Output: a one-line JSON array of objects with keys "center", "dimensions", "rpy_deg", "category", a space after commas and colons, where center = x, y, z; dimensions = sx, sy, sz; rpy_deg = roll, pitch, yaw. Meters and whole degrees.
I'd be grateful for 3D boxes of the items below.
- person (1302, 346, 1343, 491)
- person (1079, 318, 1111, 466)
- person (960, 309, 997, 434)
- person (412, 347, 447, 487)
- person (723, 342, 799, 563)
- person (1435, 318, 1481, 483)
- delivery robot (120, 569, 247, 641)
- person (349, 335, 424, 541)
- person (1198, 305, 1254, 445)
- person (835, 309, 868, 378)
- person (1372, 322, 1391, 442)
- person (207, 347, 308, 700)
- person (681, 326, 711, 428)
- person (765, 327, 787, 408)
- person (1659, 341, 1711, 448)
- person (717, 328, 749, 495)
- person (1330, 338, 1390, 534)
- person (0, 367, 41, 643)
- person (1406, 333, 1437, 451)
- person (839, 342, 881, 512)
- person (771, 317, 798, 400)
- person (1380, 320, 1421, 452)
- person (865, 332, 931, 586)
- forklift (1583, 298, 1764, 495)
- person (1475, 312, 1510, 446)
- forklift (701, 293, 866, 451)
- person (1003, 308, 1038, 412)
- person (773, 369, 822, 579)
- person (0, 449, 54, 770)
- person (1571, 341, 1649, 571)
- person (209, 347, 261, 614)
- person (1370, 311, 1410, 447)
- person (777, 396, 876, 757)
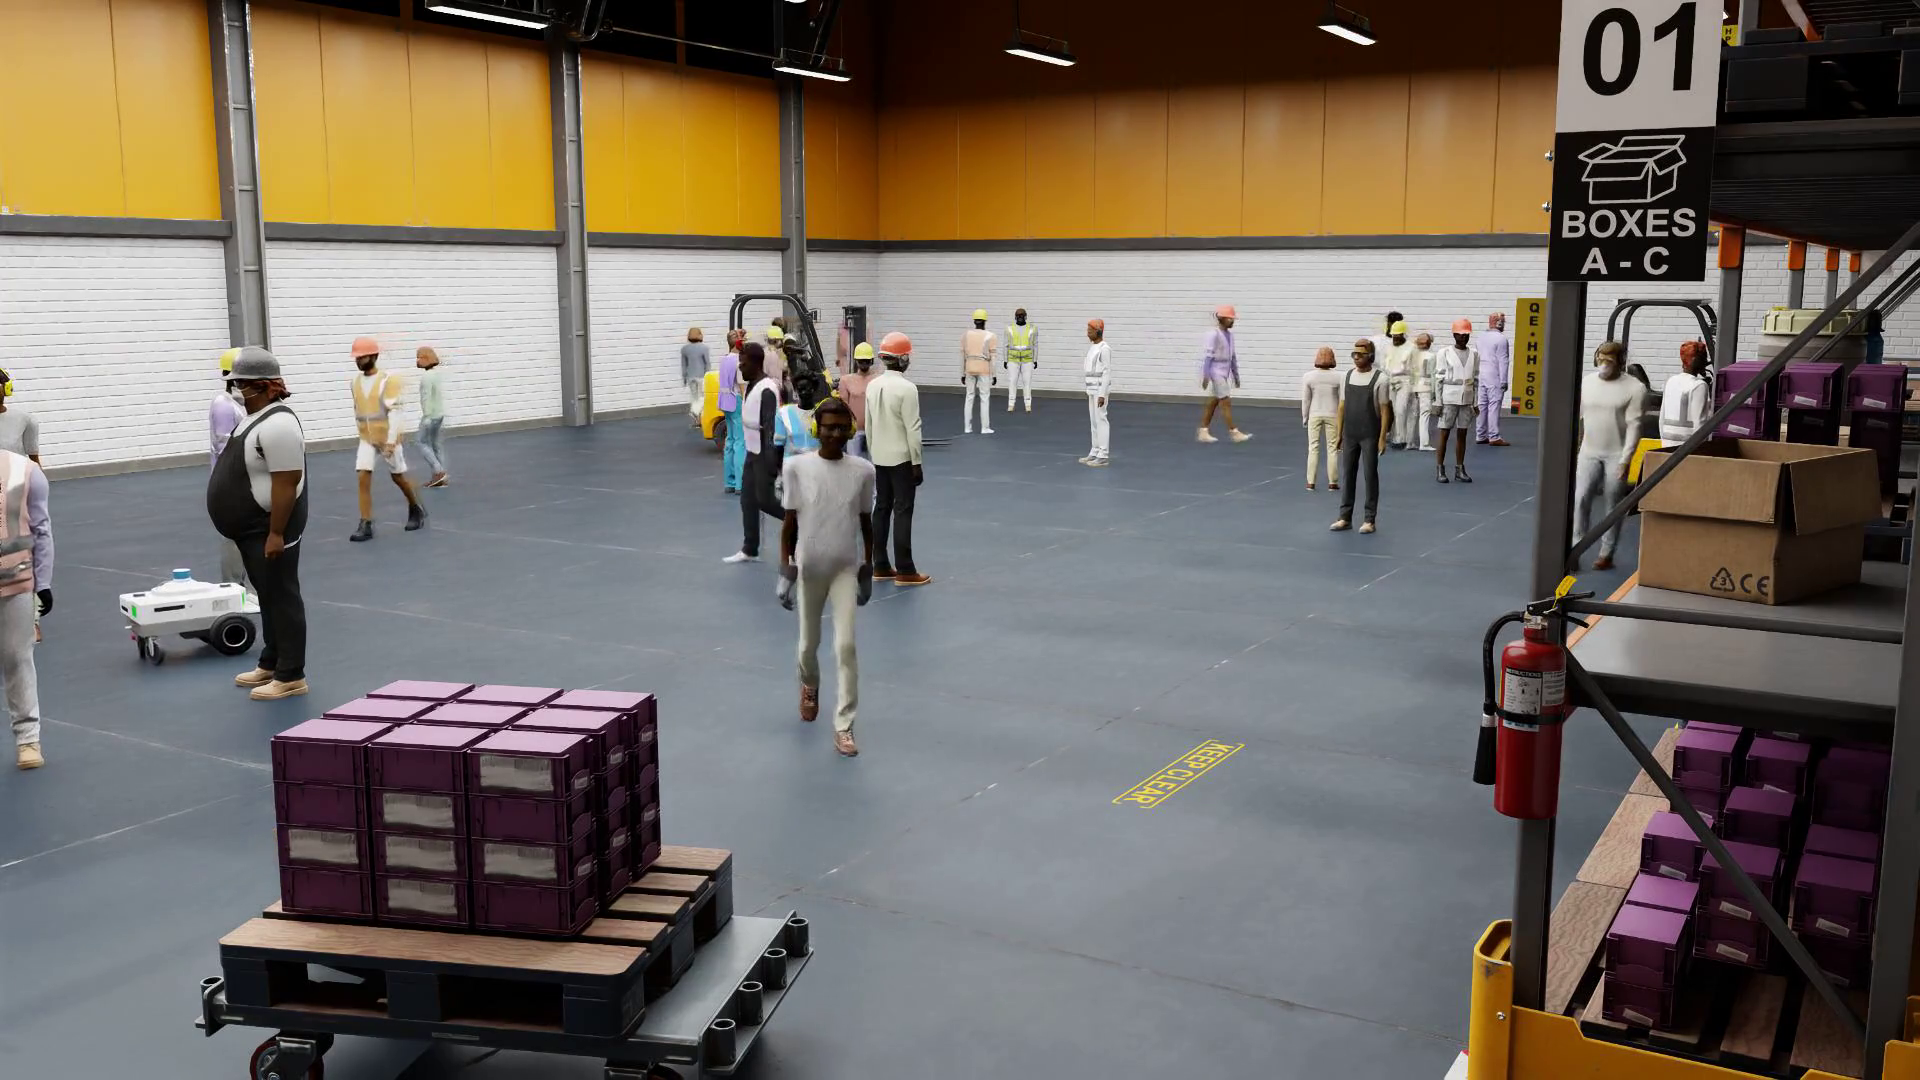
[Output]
[{"center": [4.119, -1.370, 18.827], "dimensions": [0.500, 1.636, 0.280], "rpy_deg": [3, 9, 16], "category": "person"}, {"center": [1.752, -1.887, 21.281], "dimensions": [0.355, 1.887, 0.574], "rpy_deg": [-2, 9, -13], "category": "person"}, {"center": [0.295, -2.587, 25.593], "dimensions": [0.593, 1.913, 0.415], "rpy_deg": [4, 10, 23], "category": "person"}, {"center": [-6.075, -1.395, 19.016], "dimensions": [0.349, 1.618, 0.531], "rpy_deg": [0, 9, -2], "category": "person"}, {"center": [-1.610, -0.736, 14.105], "dimensions": [0.754, 1.891, 0.592], "rpy_deg": [-3, 10, -20], "category": "person"}, {"center": [5.850, -1.633, 19.530], "dimensions": [0.543, 1.939, 0.361], "rpy_deg": [-1, 9, -9], "category": "person"}, {"center": [-4.987, 0.428, 10.684], "dimensions": [0.707, 0.478, 0.477], "rpy_deg": [-7, 12, -37], "category": "delivery robot"}, {"center": [-5.402, -0.970, 15.557], "dimensions": [0.553, 1.901, 0.975], "rpy_deg": [2, 9, 13], "category": "person"}, {"center": [3.858, -2.363, 23.889], "dimensions": [0.999, 1.995, 0.634], "rpy_deg": [6, 11, 34], "category": "person"}, {"center": [-1.952, -3.382, 30.638], "dimensions": [0.677, 1.882, 0.647], "rpy_deg": [6, 11, 34], "category": "person"}, {"center": [6.117, -2.289, 24.093], "dimensions": [0.532, 1.794, 0.638], "rpy_deg": [1, 9, 6], "category": "person"}, {"center": [-4.071, -0.103, 9.661], "dimensions": [0.538, 2.000, 0.682], "rpy_deg": [-6, 11, -33], "category": "person"}, {"center": [-4.184, -2.564, 26.292], "dimensions": [0.505, 1.619, 0.448], "rpy_deg": [4, 10, 21], "category": "person"}, {"center": [-2.506, -1.953, 22.077], "dimensions": [0.533, 1.750, 0.545], "rpy_deg": [-1, 9, -4], "category": "person"}, {"center": [6.199, -0.758, 14.243], "dimensions": [0.358, 1.882, 0.574], "rpy_deg": [-1, 9, -8], "category": "person"}, {"center": [-2.479, -1.416, 18.456], "dimensions": [0.390, 1.850, 0.565], "rpy_deg": [-6, 11, -32], "category": "person"}, {"center": [3.803, -0.983, 15.764], "dimensions": [0.506, 1.846, 0.350], "rpy_deg": [8, 12, 40], "category": "person"}, {"center": [-6.322, -0.229, 10.980], "dimensions": [0.521, 1.874, 0.328], "rpy_deg": [-2, 9, -14], "category": "person"}, {"center": [6.399, -2.047, 23.053], "dimensions": [0.310, 1.636, 0.523], "rpy_deg": [-6, 11, -32], "category": "person"}, {"center": [-0.965, -1.113, 16.826], "dimensions": [0.535, 1.765, 0.322], "rpy_deg": [-1, 9, -4], "category": "person"}, {"center": [-2.735, -2.379, 24.587], "dimensions": [0.912, 1.805, 0.658], "rpy_deg": [-4, 10, -22], "category": "person"}, {"center": [6.036, -2.133, 23.077], "dimensions": [0.727, 1.803, 0.605], "rpy_deg": [-6, 11, -33], "category": "person"}, {"center": [-0.502, -0.637, 13.132], "dimensions": [0.373, 1.997, 0.619], "rpy_deg": [-8, 12, -41], "category": "person"}, {"center": [7.954, -1.589, 18.462], "dimensions": [2.313, 2.155, 1.214], "rpy_deg": [5, 11, 30], "category": "forklift"}, {"center": [7.647, -2.303, 23.810], "dimensions": [0.402, 1.910, 0.641], "rpy_deg": [-3, 10, -17], "category": "person"}, {"center": [-2.458, -2.344, 23.176], "dimensions": [2.313, 2.155, 1.214], "rpy_deg": [0, 9, -2], "category": "forklift"}, {"center": [1.077, -3.195, 29.588], "dimensions": [0.634, 1.841, 0.429], "rpy_deg": [0, 9, 3], "category": "person"}, {"center": [-1.229, -0.524, 13.357], "dimensions": [0.535, 1.697, 0.321], "rpy_deg": [-1, 9, -4], "category": "person"}, {"center": [-4.798, 0.235, 8.177], "dimensions": [0.624, 1.844, 0.430], "rpy_deg": [-4, 10, -24], "category": "person"}, {"center": [5.217, -0.657, 13.544], "dimensions": [0.629, 1.901, 0.890], "rpy_deg": [7, 11, 36], "category": "person"}, {"center": [-5.218, -0.432, 12.076], "dimensions": [0.383, 1.922, 0.593], "rpy_deg": [-2, 9, -13], "category": "person"}, {"center": [6.114, -2.322, 23.888], "dimensions": [0.659, 1.925, 0.840], "rpy_deg": [1, 9, 9], "category": "person"}, {"center": [-0.704, 0.148, 8.748], "dimensions": [0.526, 1.840, 0.867], "rpy_deg": [-1, 9, -8], "category": "person"}]
